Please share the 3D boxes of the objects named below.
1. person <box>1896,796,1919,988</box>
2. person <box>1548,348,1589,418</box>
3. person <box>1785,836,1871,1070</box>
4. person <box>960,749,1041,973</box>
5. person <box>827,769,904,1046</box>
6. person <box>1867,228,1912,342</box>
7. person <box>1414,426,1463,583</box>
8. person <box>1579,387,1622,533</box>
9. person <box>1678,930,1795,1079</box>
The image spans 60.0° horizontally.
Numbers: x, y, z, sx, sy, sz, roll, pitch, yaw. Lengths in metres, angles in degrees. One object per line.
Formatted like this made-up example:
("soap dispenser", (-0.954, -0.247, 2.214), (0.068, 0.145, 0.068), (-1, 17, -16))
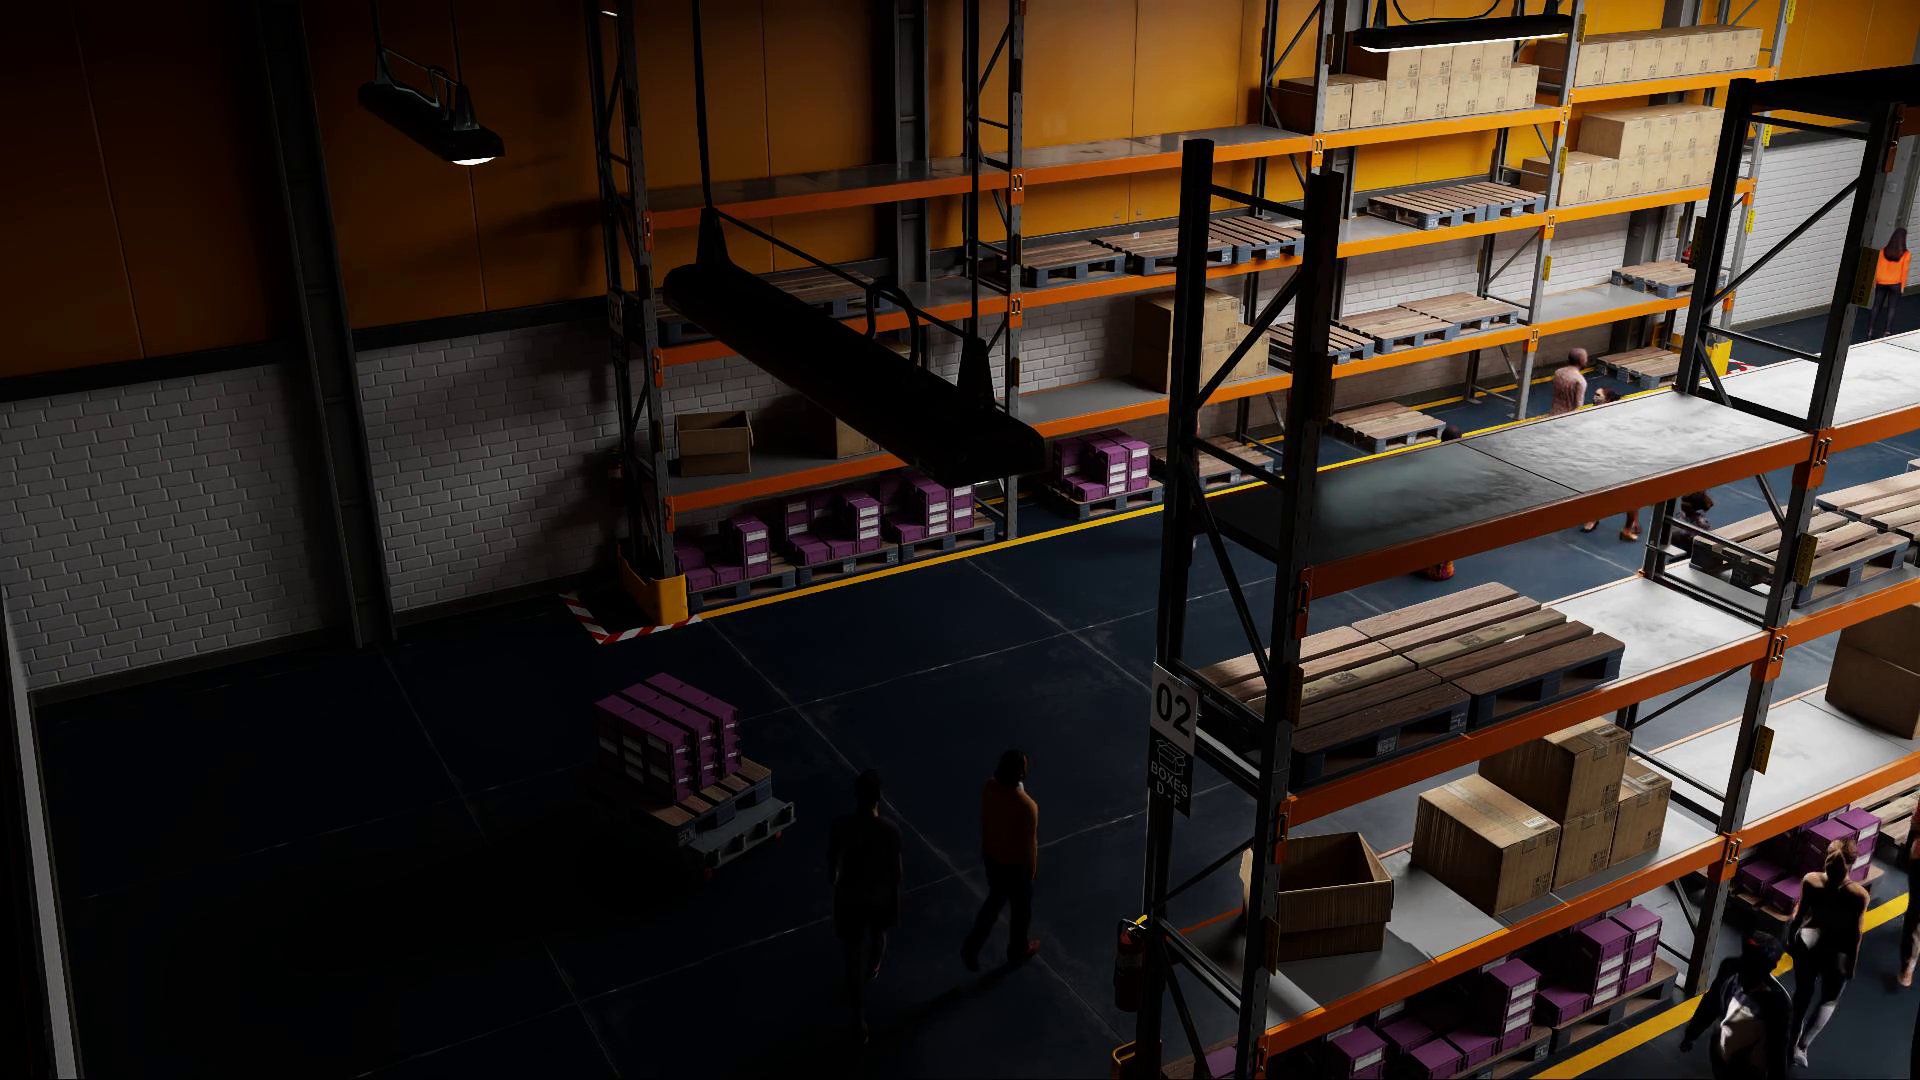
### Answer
("person", (6.773, 2.178, 11.461), (0.983, 1.679, 1.227), (14, 27, 29))
("person", (6.988, -1.357, 19.404), (0.652, 1.795, 0.716), (-9, 25, -20))
("person", (5.358, 2.636, 10.395), (0.683, 1.693, 0.785), (21, 31, 39))
("person", (0.277, 2.213, 11.299), (0.822, 1.744, 1.015), (21, 31, 40))
("person", (-0.634, 2.408, 10.791), (1.239, 1.795, 1.118), (-1, 24, -2))
("person", (14.066, -3.853, 25.170), (0.602, 1.749, 0.654), (-18, 29, -36))
("person", (5.053, -0.416, 17.395), (0.792, 1.679, 0.835), (11, 26, 23))
("person", (7.084, -0.914, 18.536), (0.687, 1.678, 0.689), (-5, 24, -11))
("person", (4.492, 2.984, 9.420), (1.299, 1.837, 1.048), (-2, 24, -5))
